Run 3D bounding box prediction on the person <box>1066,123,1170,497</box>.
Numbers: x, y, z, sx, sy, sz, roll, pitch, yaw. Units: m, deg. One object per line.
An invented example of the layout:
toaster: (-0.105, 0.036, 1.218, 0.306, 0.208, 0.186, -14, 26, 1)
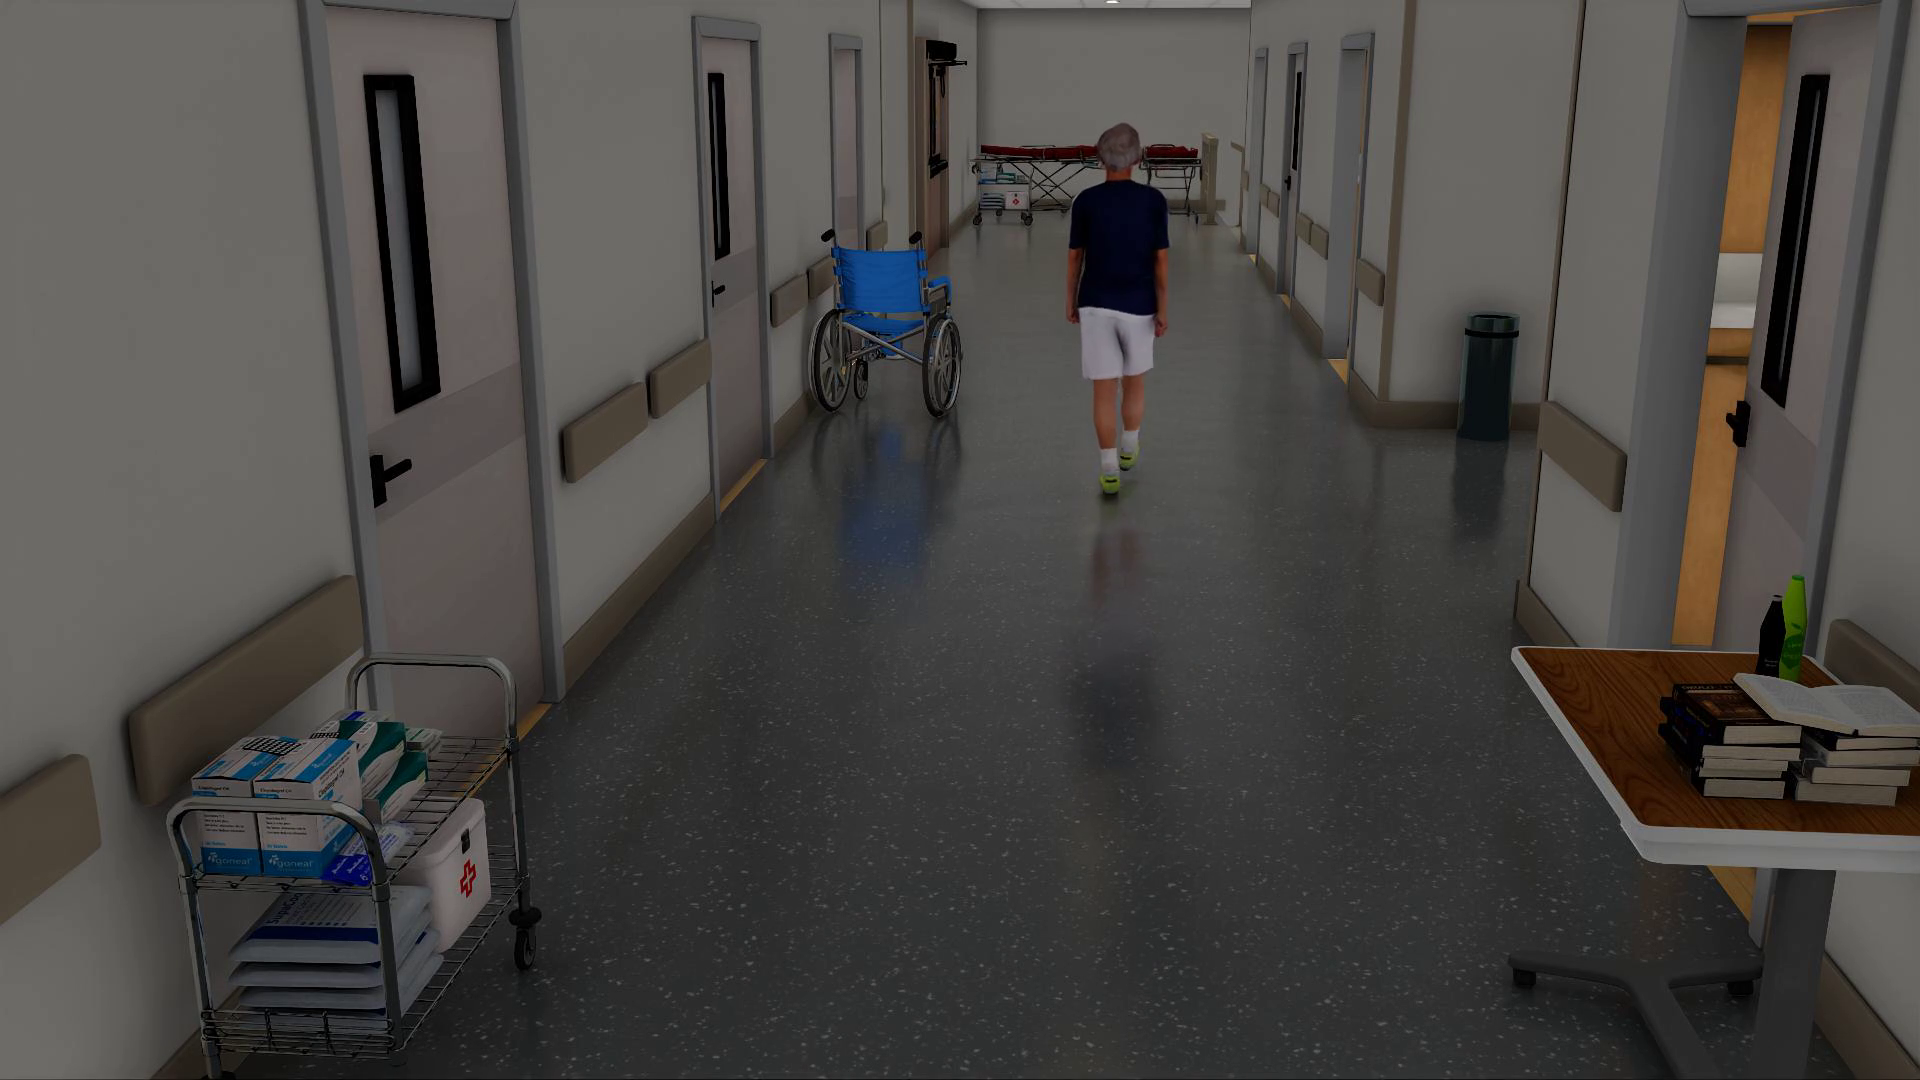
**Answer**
person: (0.788, -1.122, 8.269, 0.692, 1.810, 0.999, 0, 16, 2)
